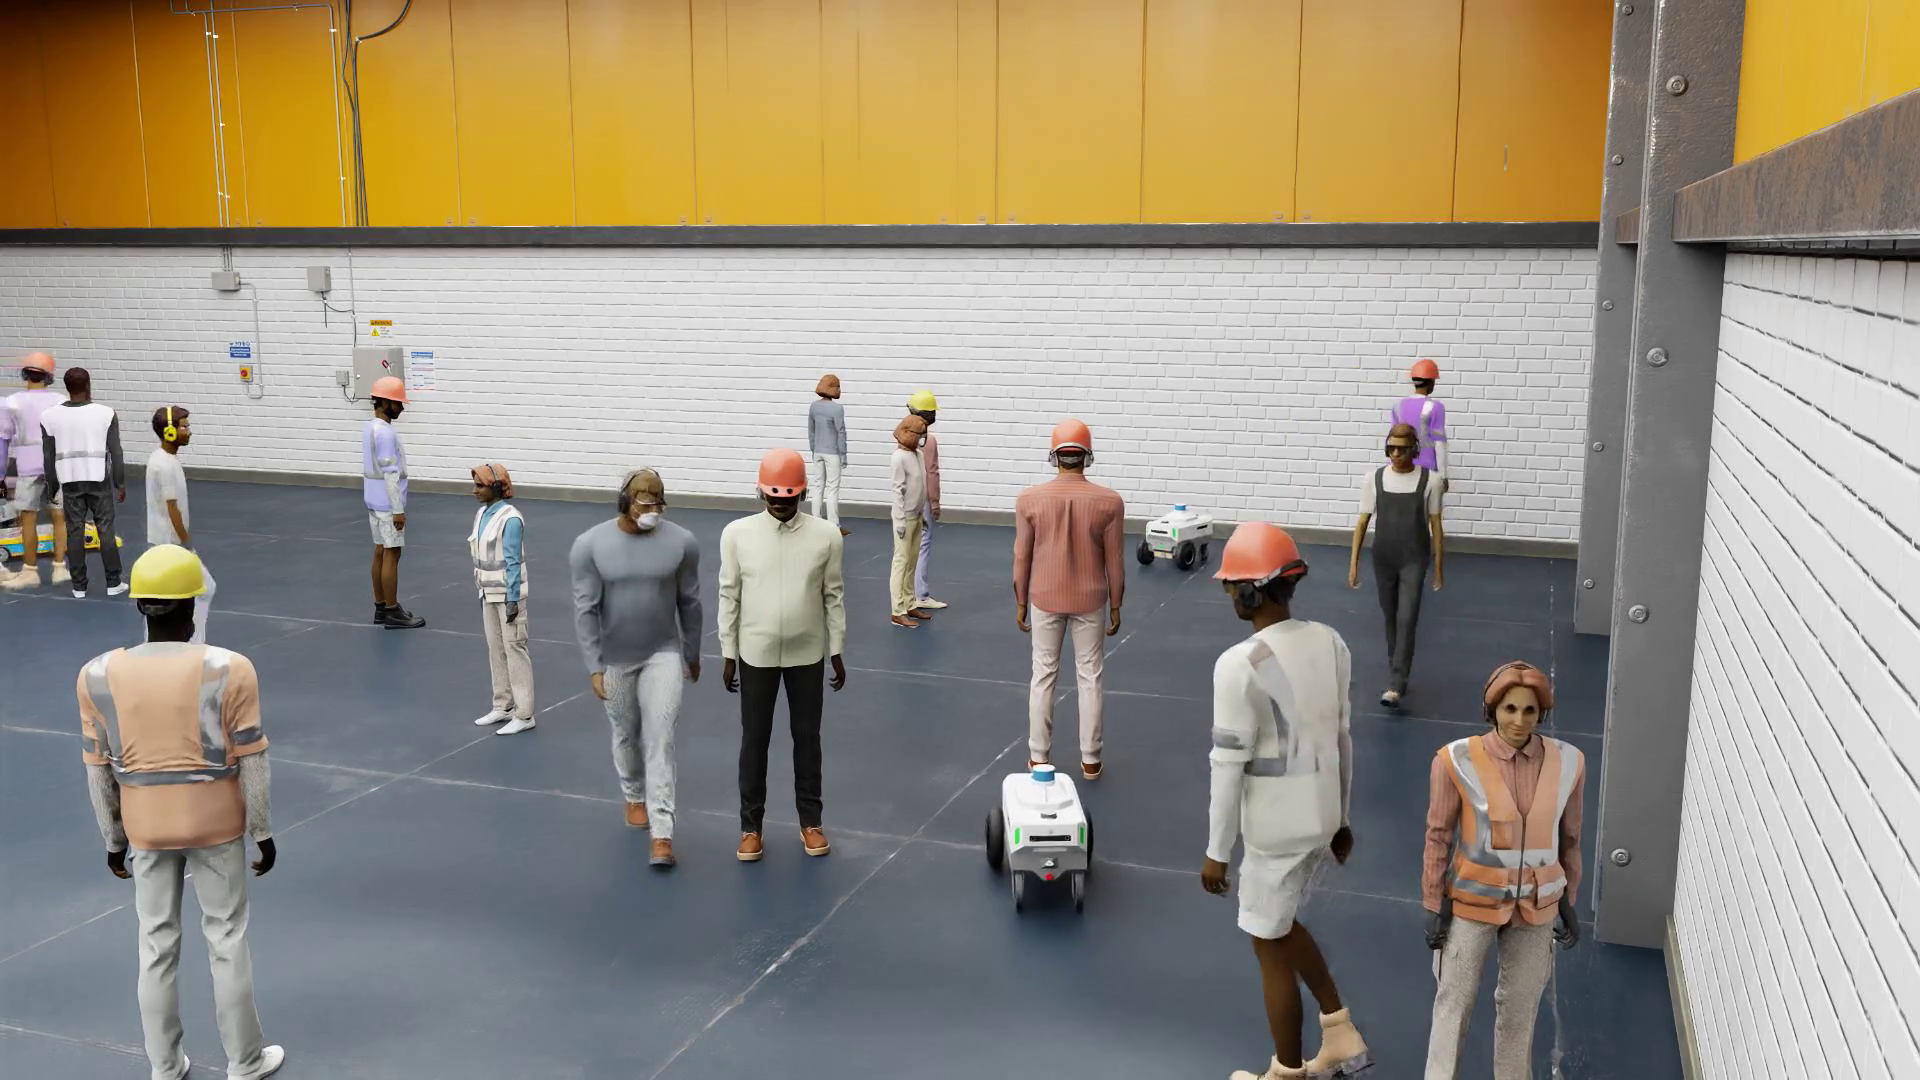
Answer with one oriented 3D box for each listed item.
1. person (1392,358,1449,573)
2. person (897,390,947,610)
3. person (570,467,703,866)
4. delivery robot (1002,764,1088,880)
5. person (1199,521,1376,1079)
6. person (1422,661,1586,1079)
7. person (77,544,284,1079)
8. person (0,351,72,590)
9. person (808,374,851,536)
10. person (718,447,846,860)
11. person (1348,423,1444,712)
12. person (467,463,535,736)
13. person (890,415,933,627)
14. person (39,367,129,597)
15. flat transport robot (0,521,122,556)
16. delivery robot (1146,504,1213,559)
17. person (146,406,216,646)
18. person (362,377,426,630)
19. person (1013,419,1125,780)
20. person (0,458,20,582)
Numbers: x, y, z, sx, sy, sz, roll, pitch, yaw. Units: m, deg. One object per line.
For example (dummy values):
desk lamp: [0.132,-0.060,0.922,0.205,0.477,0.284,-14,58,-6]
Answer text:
person: [4.091,-0.652,14.843,0.483,1.940,0.551,-6,12,-32]
person: [-0.310,-0.328,13.438,0.329,1.767,0.529,-6,12,-32]
person: [-1.546,0.577,8.054,0.622,1.888,0.942,-3,10,-14]
delivery robot: [0.381,1.269,7.592,0.477,0.478,0.707,0,10,-2]
person: [1.054,0.944,5.586,0.526,2.018,0.615,9,14,42]
person: [1.722,1.182,5.299,0.523,1.636,0.311,-1,10,-4]
person: [-2.646,0.969,5.684,0.587,1.928,0.363,-1,10,-8]
person: [-7.954,-0.596,14.295,0.752,2.019,0.454,-7,12,-35]
person: [-1.321,-0.855,16.780,0.504,1.631,0.280,10,14,43]
person: [-0.842,0.540,7.934,0.611,1.985,0.393,-2,10,-12]
person: [2.734,0.171,10.506,0.543,1.800,0.929,6,11,29]
person: [-2.763,0.348,10.020,0.310,1.631,0.508,-8,13,-39]
person: [-0.381,-0.156,12.846,0.284,1.633,0.498,4,11,20]
person: [-7.281,-0.476,13.847,0.591,1.916,0.379,-3,11,-18]
flat transport robot: [-8.799,0.012,15.734,1.431,0.197,0.652,-9,13,-41]
delivery robot: [2.018,-0.091,15.251,0.477,0.478,0.707,8,13,39]
person: [-5.261,0.011,11.301,0.671,1.846,0.576,-5,11,-24]
person: [-4.356,-0.283,12.733,0.374,1.928,0.543,-7,12,-33]
person: [0.597,0.328,9.129,0.614,1.987,0.407,1,10,7]
person: [-8.493,-0.543,14.443,0.628,1.844,0.429,9,13,40]
